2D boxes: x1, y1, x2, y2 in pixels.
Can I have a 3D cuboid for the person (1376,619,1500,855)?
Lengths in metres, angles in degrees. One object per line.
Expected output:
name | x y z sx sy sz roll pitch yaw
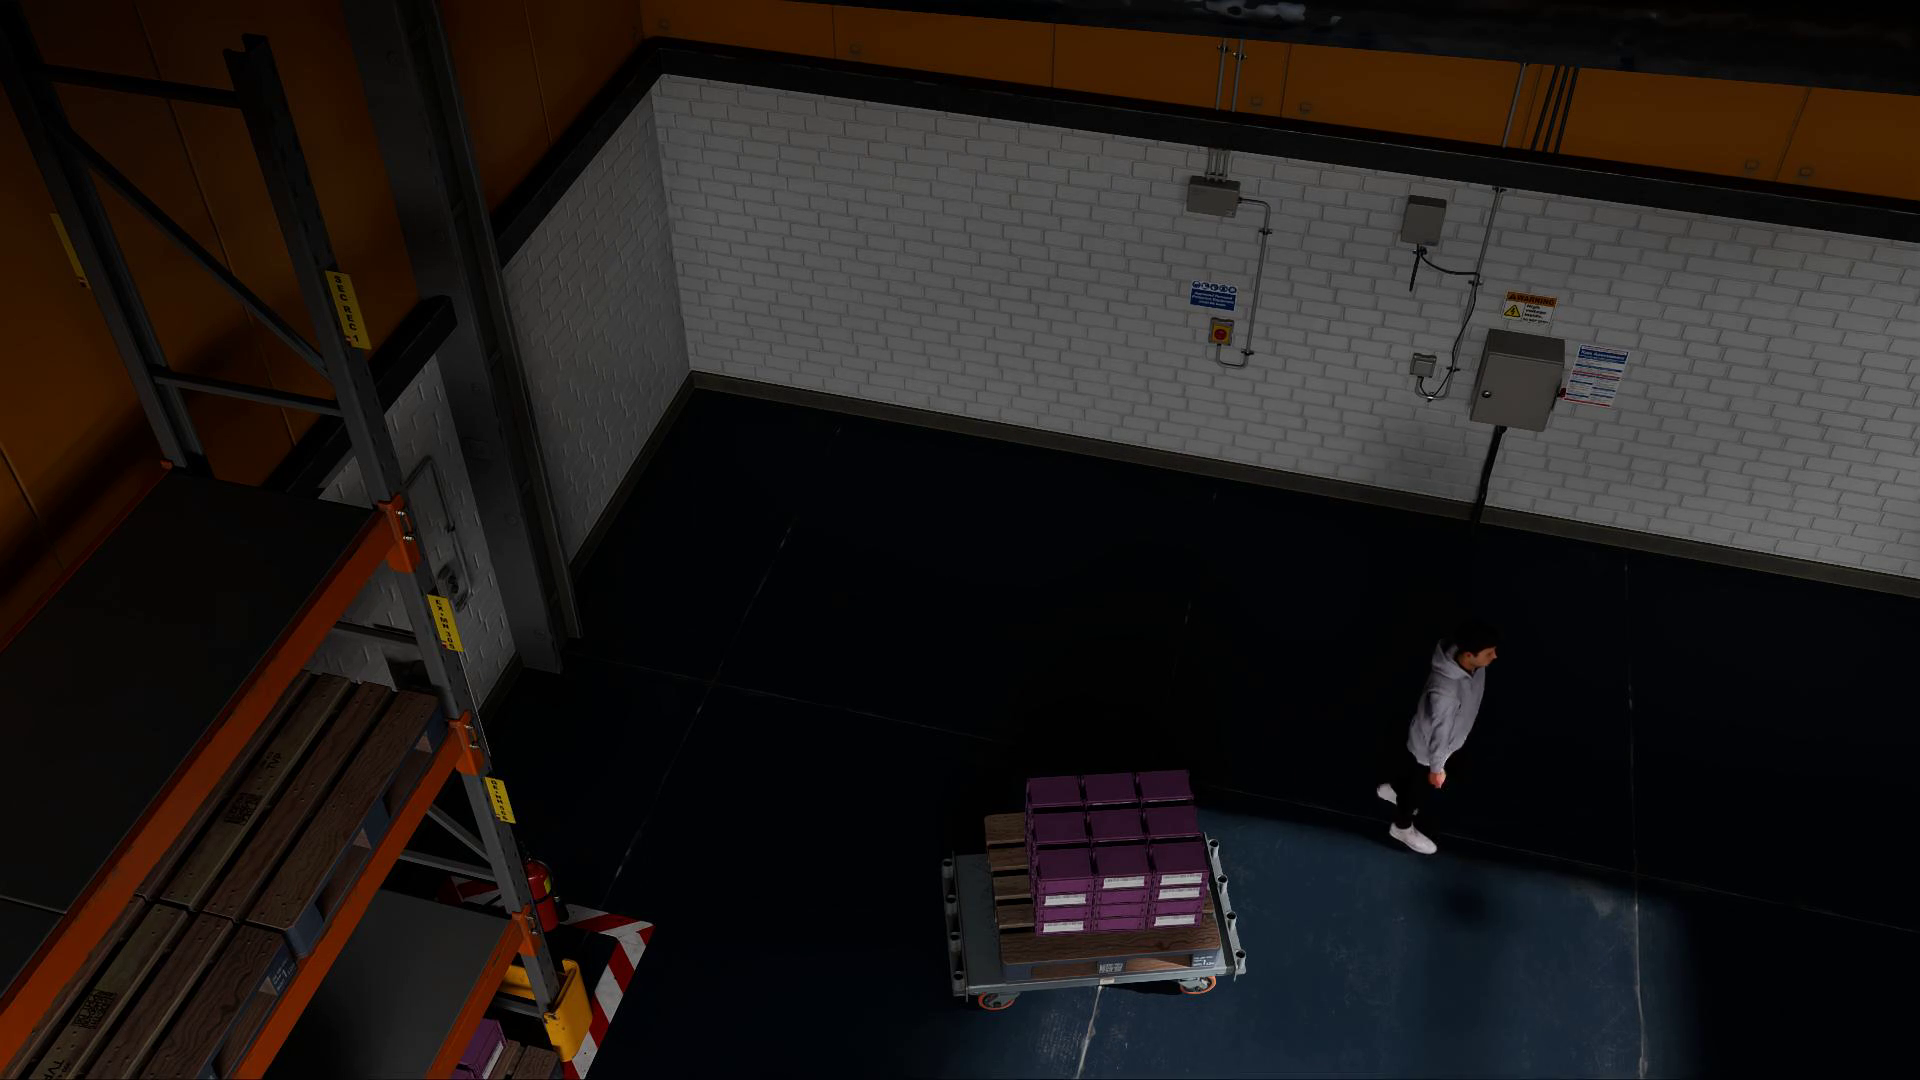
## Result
person | 2.703 1.111 9.715 0.877 1.915 0.790 27 50 26
